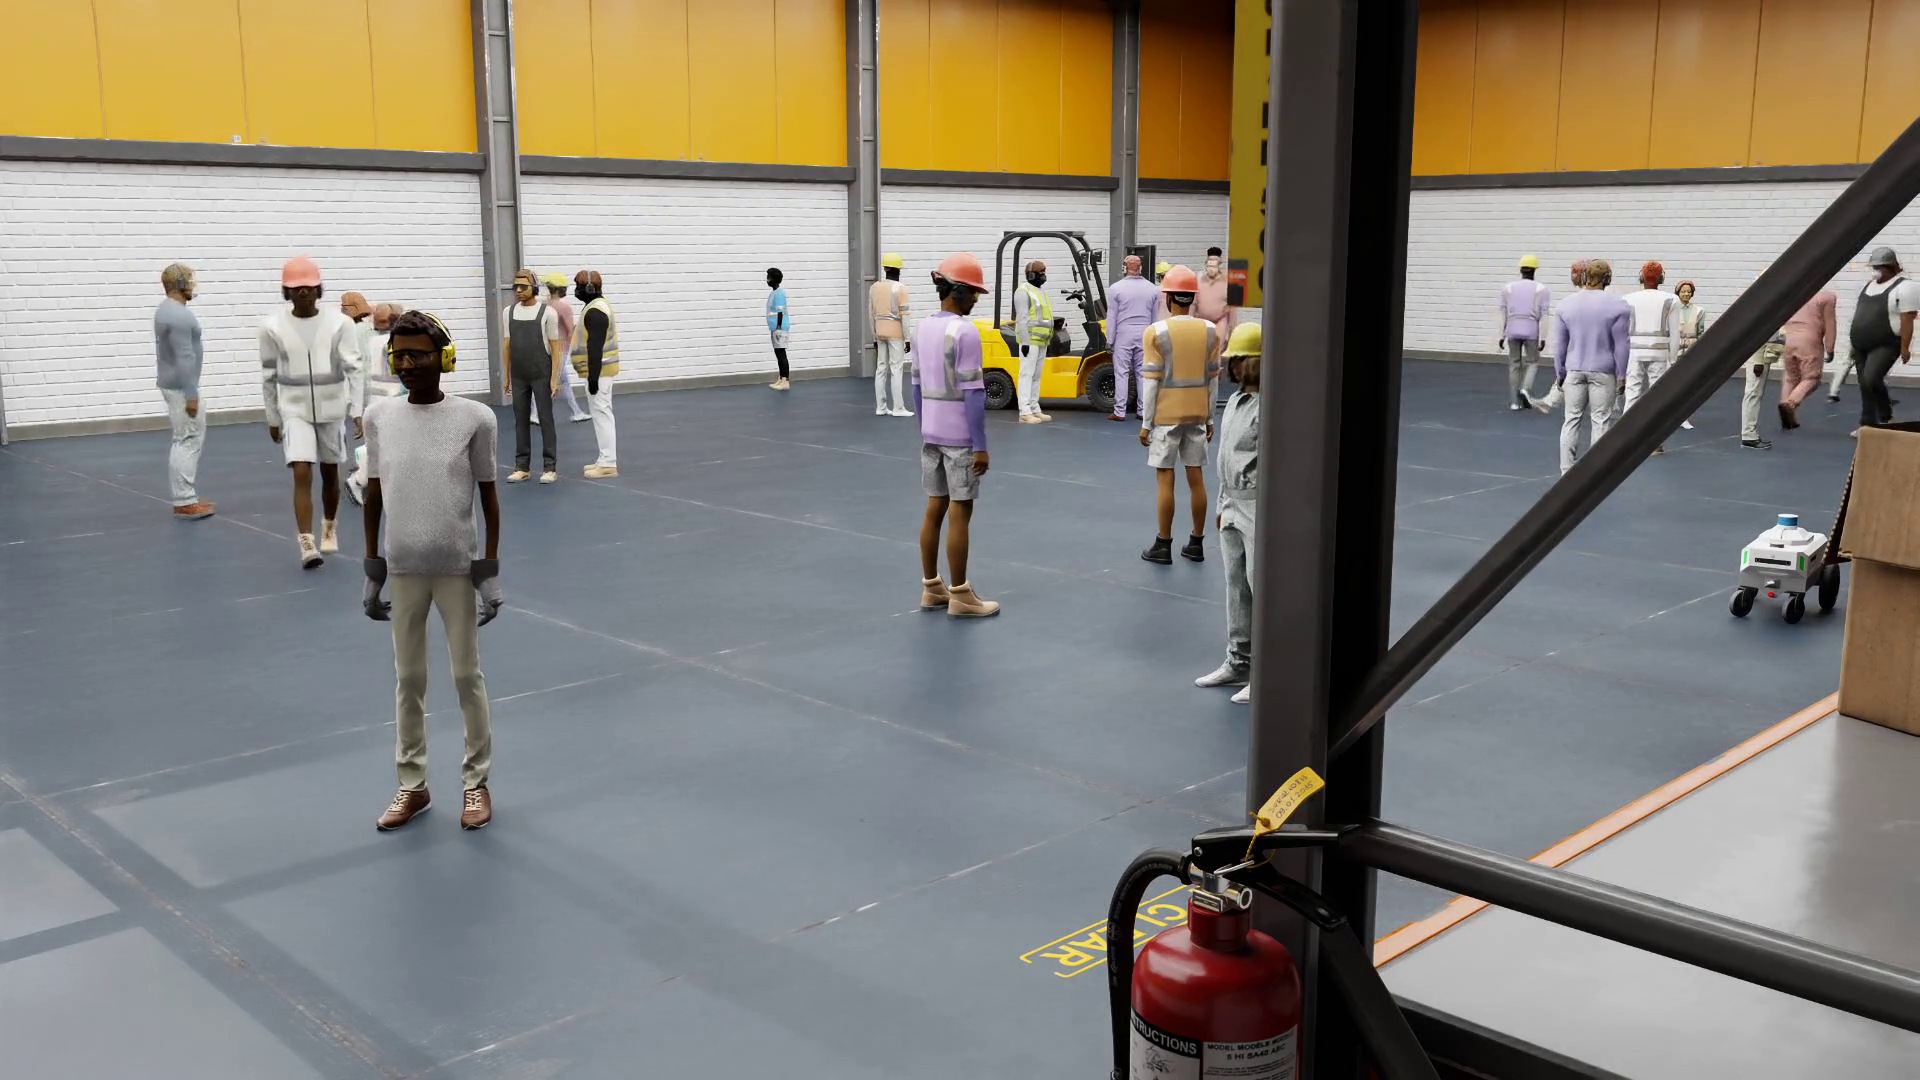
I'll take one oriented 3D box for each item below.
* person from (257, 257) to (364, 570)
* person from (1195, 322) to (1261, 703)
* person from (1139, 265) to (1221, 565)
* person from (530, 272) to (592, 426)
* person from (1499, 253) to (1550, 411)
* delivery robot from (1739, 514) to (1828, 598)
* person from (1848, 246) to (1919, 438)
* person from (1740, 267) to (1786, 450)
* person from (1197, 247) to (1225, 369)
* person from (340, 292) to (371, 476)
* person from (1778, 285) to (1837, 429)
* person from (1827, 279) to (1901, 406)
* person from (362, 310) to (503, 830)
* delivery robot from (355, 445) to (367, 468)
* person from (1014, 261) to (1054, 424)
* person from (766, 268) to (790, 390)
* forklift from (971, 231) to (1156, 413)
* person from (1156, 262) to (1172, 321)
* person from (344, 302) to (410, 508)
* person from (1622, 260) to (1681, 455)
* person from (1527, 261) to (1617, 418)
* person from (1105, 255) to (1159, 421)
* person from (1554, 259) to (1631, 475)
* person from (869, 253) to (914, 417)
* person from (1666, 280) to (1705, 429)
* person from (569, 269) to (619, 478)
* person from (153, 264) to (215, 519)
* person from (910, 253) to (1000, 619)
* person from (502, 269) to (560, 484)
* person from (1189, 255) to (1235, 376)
[{"bbox_3d":[-4.202,-0.831,10.825,0.618,1.995,1.034,-4,11,-22],"label":"person"},{"bbox_3d":[1.319,-0.126,7.648,0.298,1.744,0.486,-4,11,-21],"label":"person"},{"bbox_3d":[1.412,-0.806,10.822,0.545,1.938,0.361,-4,11,-20],"label":"person"},{"bbox_3d":[-4.530,-2.142,18.712,0.543,1.719,0.923,9,13,39],"label":"person"},{"bbox_3d":[6.835,-2.510,20.187,0.590,1.914,0.445,6,12,29],"label":"person"},{"bbox_3d":[4.667,0.097,9.413,0.477,0.478,0.707,7,13,35],"label":"delivery robot"},{"bbox_3d":[9.604,-2.072,17.441,0.538,2.000,0.695,-2,11,-12],"label":"person"},{"bbox_3d":[8.036,-1.820,16.662,0.403,1.823,0.586,6,12,28],"label":"person"},{"bbox_3d":[3.986,-3.663,26.373,0.609,1.954,0.398,-9,14,-40],"label":"person"},{"bbox_3d":[-5.360,-1.389,14.831,0.285,1.633,0.500,-4,11,-19],"label":"person"},{"bbox_3d":[9.146,-2.112,18.108,0.680,1.876,0.672,-6,12,-31],"label":"person"},{"bbox_3d":[11.432,-2.576,20.971,0.758,1.783,0.618,0,10,-1],"label":"person"},{"bbox_3d":[-1.902,0.117,5.974,0.509,1.872,0.328,0,10,-1],"label":"person"},{"bbox_3d":[-4.544,-0.666,13.574,0.707,0.478,0.477,-1,10,-3],"label":"delivery robot"},{"bbox_3d":[0.856,-2.256,18.991,0.429,1.845,0.621,5,12,26],"label":"person"},{"bbox_3d":[-2.528,-2.926,23.060,0.321,1.690,0.536,-3,11,-17],"label":"person"},{"bbox_3d":[1.222,-2.721,20.561,2.313,2.155,1.214,2,11,13],"label":"forklift"},{"bbox_3d":[2.762,-2.889,22.637,0.533,1.772,0.297,-5,11,-24],"label":"person"},{"bbox_3d":[-4.531,-1.053,13.049,0.690,1.612,0.520,-9,14,-40],"label":"person"},{"bbox_3d":[6.682,-1.764,16.181,0.573,1.887,0.355,5,11,25],"label":"person"},{"bbox_3d":[7.243,-2.339,19.469,1.030,1.827,0.591,5,11,24],"label":"person"},{"bbox_3d":[1.966,-2.317,19.174,0.644,1.903,0.401,-4,11,-21],"label":"person"},{"bbox_3d":[5.327,-1.397,14.050,0.630,1.936,0.369,8,13,37],"label":"person"},{"bbox_3d":[-0.805,-2.408,19.584,0.589,1.927,0.369,8,13,37],"label":"person"},{"bbox_3d":[7.940,-2.040,18.361,0.517,1.641,0.308,0,10,2],"label":"person"},{"bbox_3d":[-3.237,-1.471,14.751,0.430,1.835,0.622,-2,11,-12],"label":"person"},{"bbox_3d":[-5.911,-1.120,12.646,0.341,1.922,0.728,-7,12,-32],"label":"person"},{"bbox_3d":[-0.023,-0.577,9.315,0.391,2.034,0.605,-7,12,-33],"label":"person"},{"bbox_3d":[-3.702,-1.403,14.328,0.513,1.845,0.340,2,11,9],"label":"person"},{"bbox_3d":[3.467,-2.958,22.765,0.651,1.874,0.851,5,12,26],"label":"person"}]
